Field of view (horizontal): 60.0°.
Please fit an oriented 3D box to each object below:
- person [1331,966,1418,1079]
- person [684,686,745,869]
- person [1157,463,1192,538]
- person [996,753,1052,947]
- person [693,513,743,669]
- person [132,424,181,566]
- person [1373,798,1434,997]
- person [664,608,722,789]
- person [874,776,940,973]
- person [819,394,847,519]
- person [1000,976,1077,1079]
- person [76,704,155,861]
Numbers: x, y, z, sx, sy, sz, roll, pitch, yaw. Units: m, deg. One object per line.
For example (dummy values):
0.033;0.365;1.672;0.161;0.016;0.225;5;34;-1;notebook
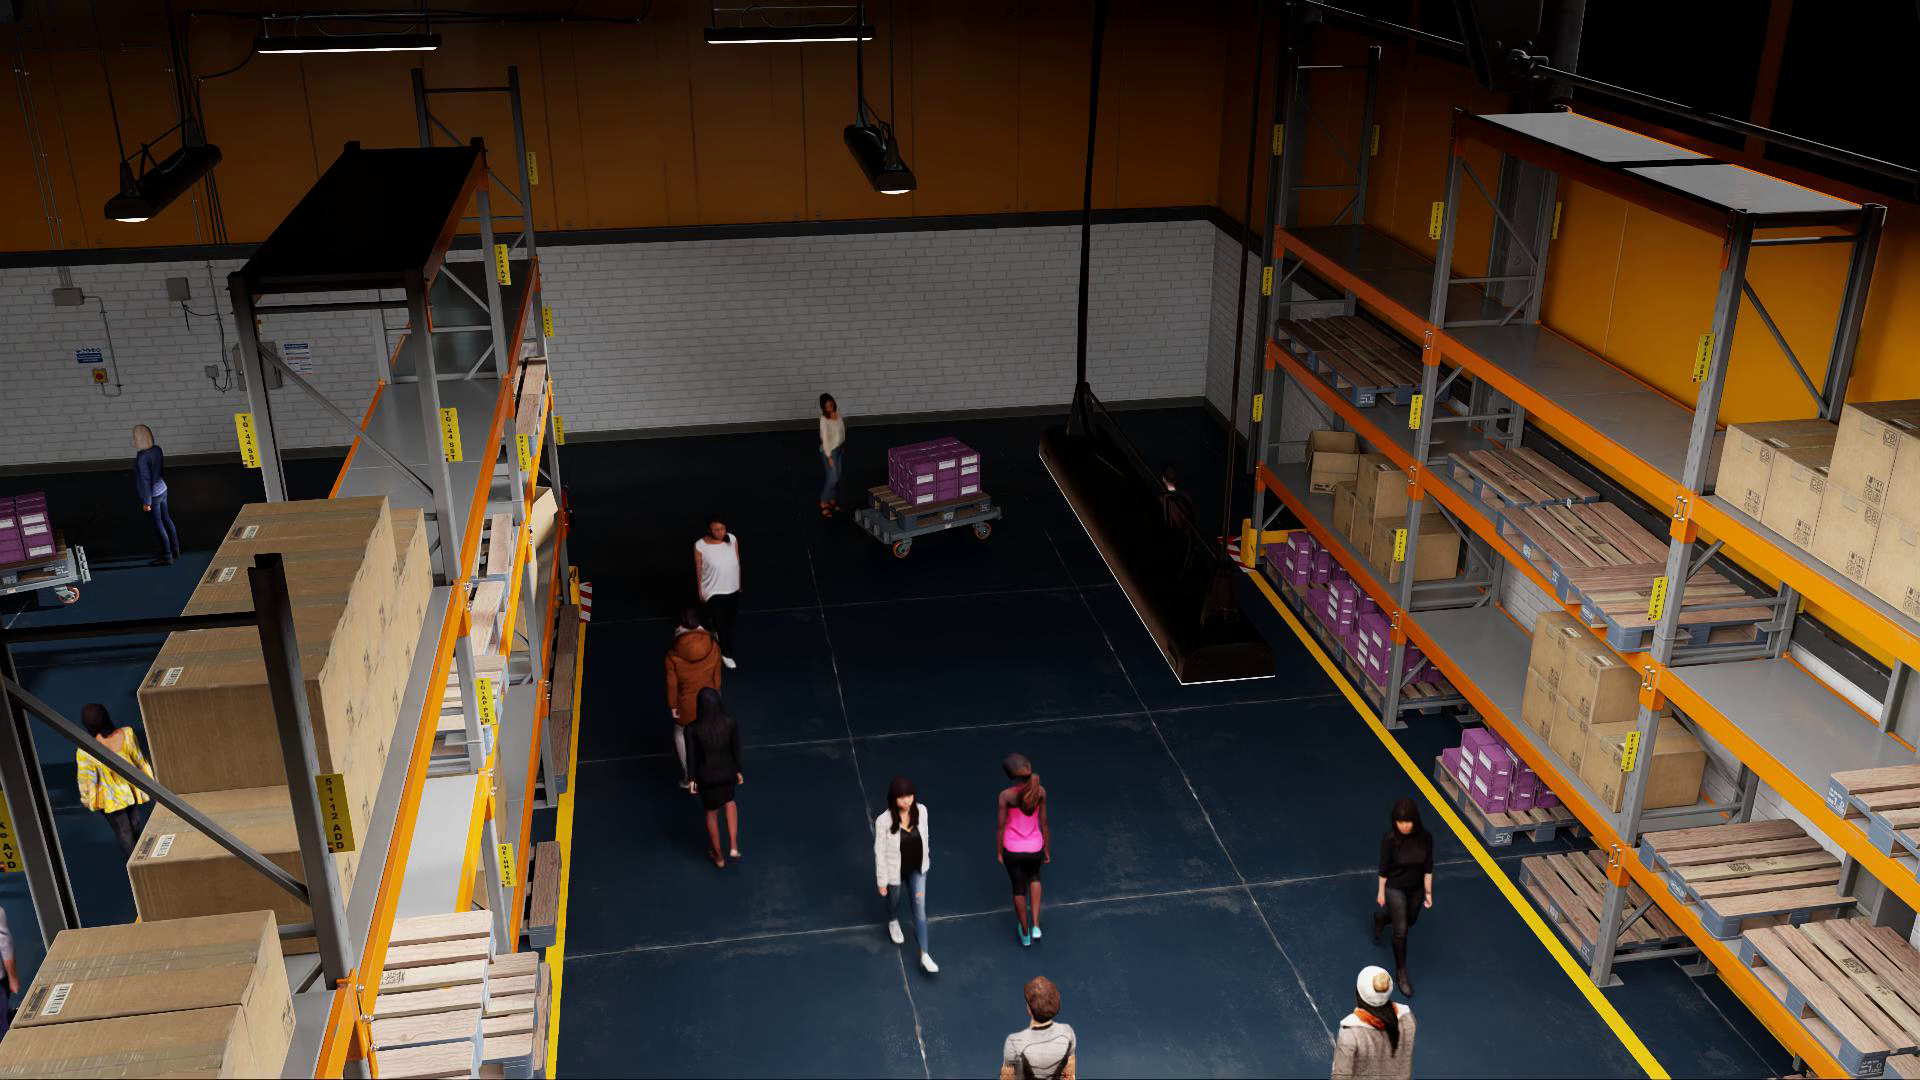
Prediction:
2.602;3.476;10.407;0.685;1.867;1.023;-4;24;-10;person
-2.016;2.030;13.914;0.705;1.707;0.755;-9;25;-19;person
2.310;0.111;18.164;0.857;1.820;1.215;-9;25;-19;person
0.500;2.468;12.922;0.588;1.701;0.637;-2;24;-5;person
-2.528;0.480;17.511;0.894;1.667;1.061;-15;28;-31;person
-9.574;-0.555;19.781;0.738;1.745;0.531;0;24;-1;person
3.364;2.619;12.688;0.585;1.611;0.965;-4;24;-9;person
-2.351;1.492;14.997;0.778;1.826;0.793;-11;26;-23;person
-0.476;2.517;12.943;0.799;1.593;1.115;-10;26;-22;person
-1.617;-1.124;21.179;0.790;1.667;0.659;1;24;3;person
0.505;3.563;10.216;0.857;1.861;1.277;-10;26;-22;person
-6.938;2.130;13.782;1.025;1.630;0.948;20;31;38;person
